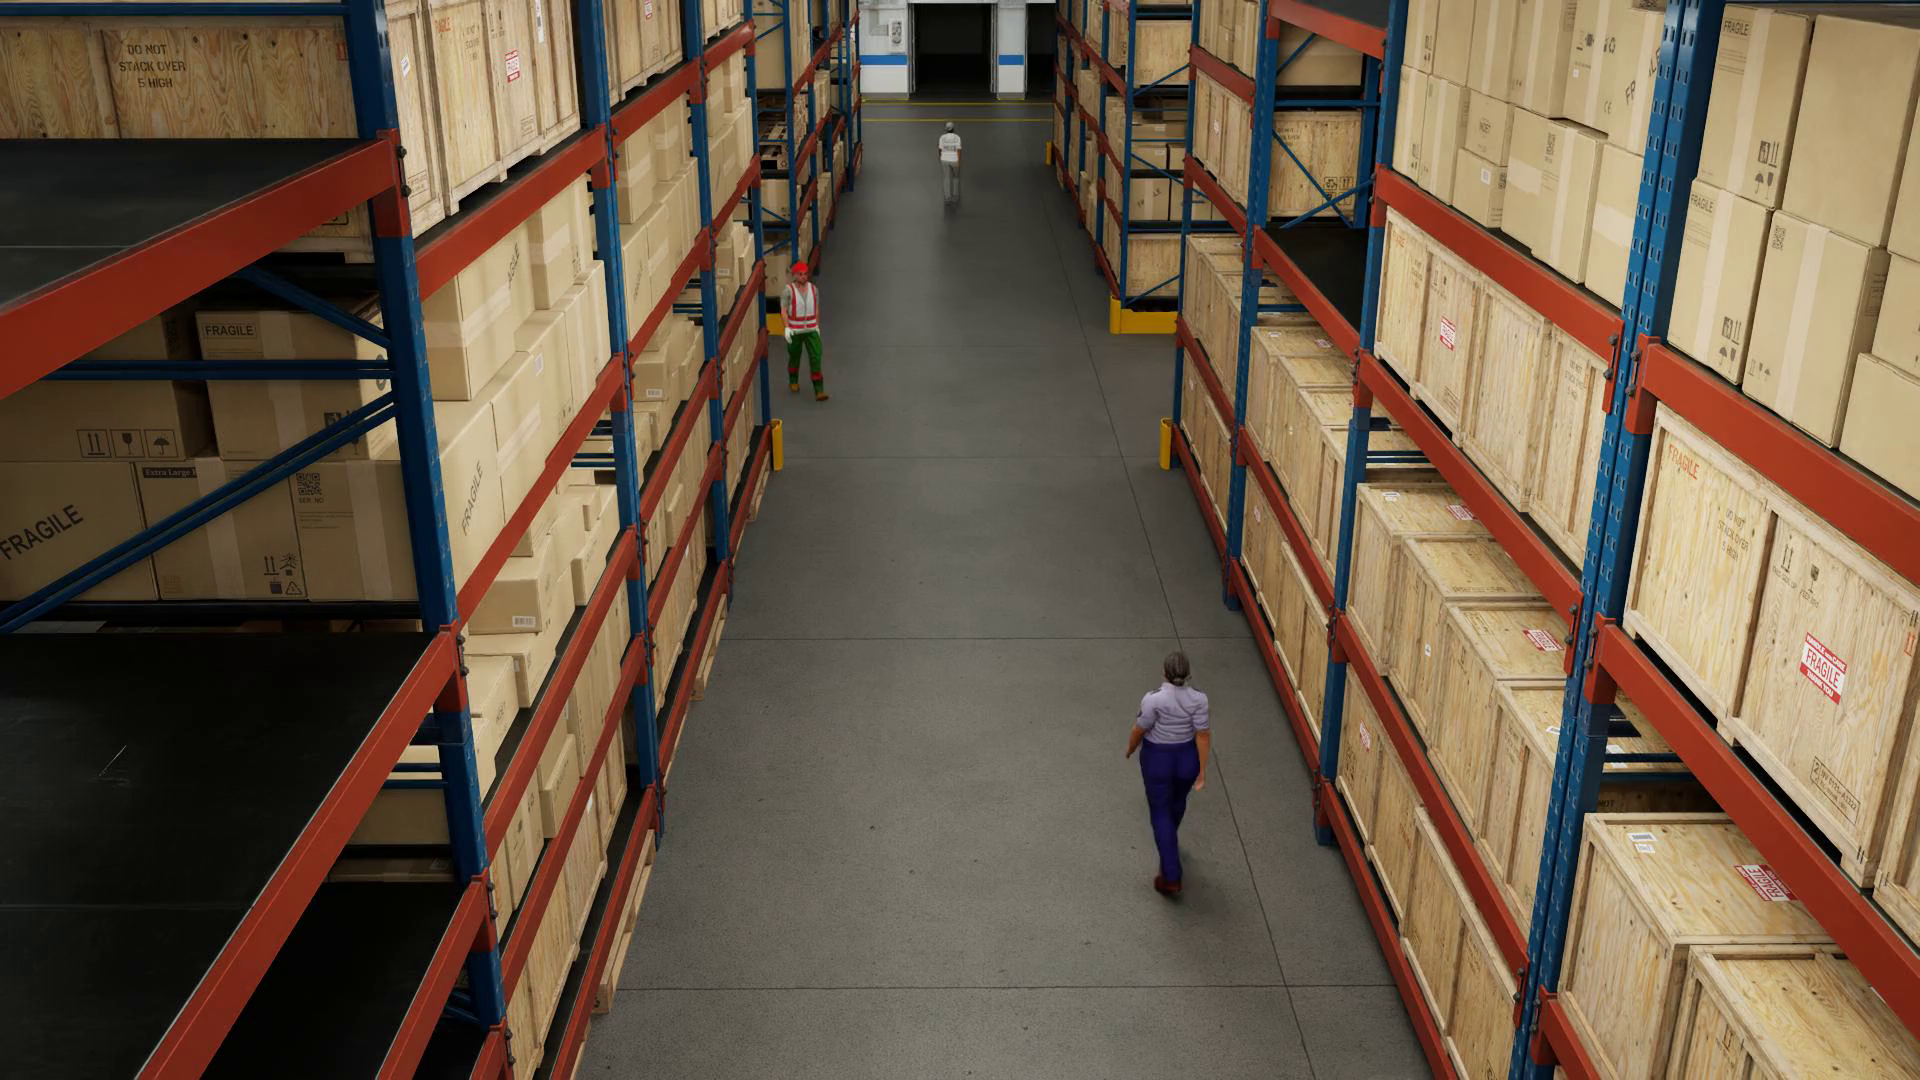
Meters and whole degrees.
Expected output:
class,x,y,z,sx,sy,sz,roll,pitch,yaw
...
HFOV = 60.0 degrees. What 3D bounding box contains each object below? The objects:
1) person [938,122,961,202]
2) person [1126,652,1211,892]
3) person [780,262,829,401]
class,x,y,z,sx,sy,sz,roll,pitch,yaw
person,-0.210,-7.909,34.710,0.482,1.623,0.966,0,22,1
person,1.363,1.447,11.026,0.490,1.609,0.982,-5,22,-12
person,-2.006,-2.670,21.267,0.560,1.750,1.010,-9,23,-21
